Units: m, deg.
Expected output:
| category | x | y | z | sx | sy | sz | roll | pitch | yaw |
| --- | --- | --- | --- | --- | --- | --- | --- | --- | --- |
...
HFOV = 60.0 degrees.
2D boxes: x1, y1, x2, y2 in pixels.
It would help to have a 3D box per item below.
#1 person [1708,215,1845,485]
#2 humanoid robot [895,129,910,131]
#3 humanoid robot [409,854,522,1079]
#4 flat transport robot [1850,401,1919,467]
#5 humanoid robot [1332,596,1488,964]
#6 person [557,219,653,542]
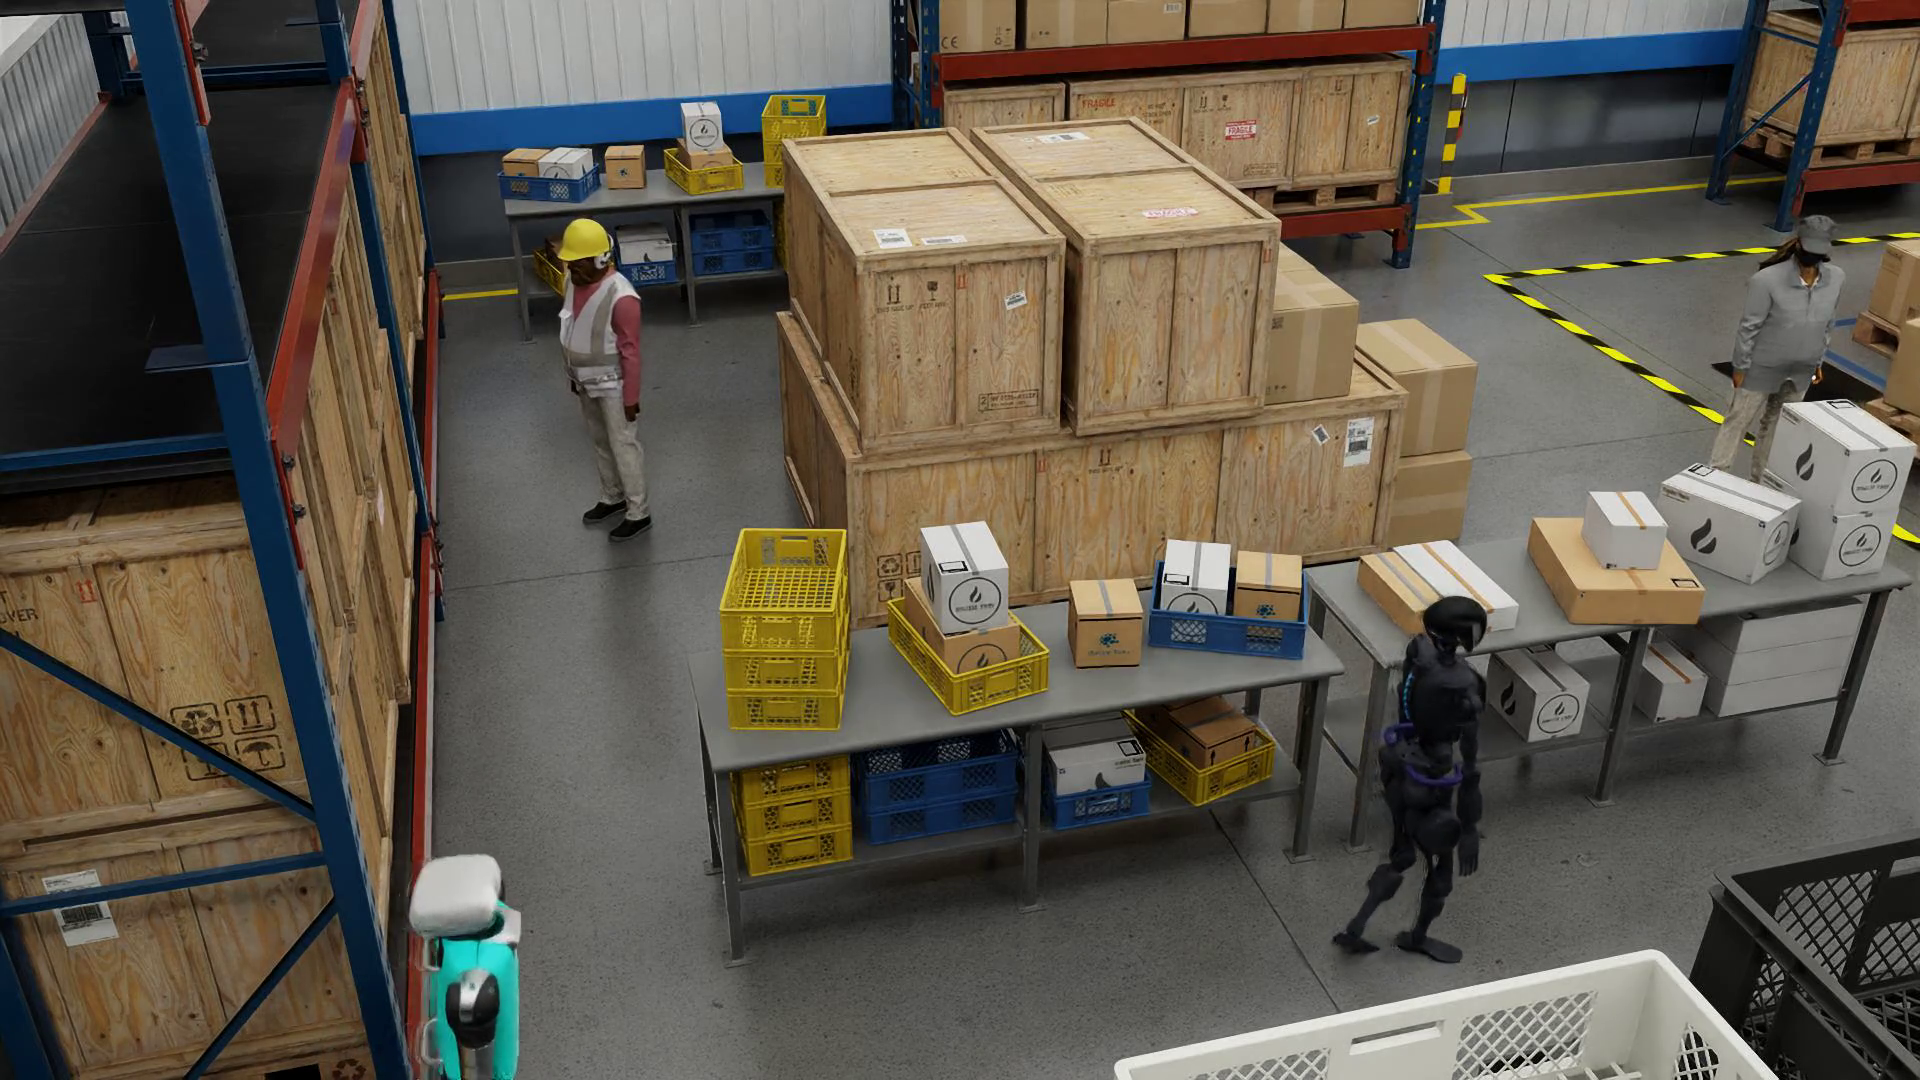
| category | x | y | z | sx | sy | sz | roll | pitch | yaw |
| --- | --- | --- | --- | --- | --- | --- | --- | --- | --- |
| person | 4.591 | -0.980 | 9.344 | 0.571 | 1.763 | 0.403 | -4 | 29 | -7 |
| humanoid robot | -0.380 | -1.958 | 11.237 | 0.652 | 1.639 | 0.601 | -6 | 29 | -10 |
| humanoid robot | -1.497 | 1.705 | 4.613 | 0.737 | 1.904 | 0.530 | -6 | 29 | -10 |
| flat transport robot | 6.110 | -0.547 | 10.081 | 0.652 | 0.197 | 1.431 | -15 | 32 | -26 |
| humanoid robot | 1.681 | 0.895 | 6.074 | 0.512 | 1.656 | 0.608 | -6 | 29 | -11 |
| person | -1.950 | -0.877 | 9.097 | 0.403 | 1.824 | 0.597 | -25 | 38 | -38 |
